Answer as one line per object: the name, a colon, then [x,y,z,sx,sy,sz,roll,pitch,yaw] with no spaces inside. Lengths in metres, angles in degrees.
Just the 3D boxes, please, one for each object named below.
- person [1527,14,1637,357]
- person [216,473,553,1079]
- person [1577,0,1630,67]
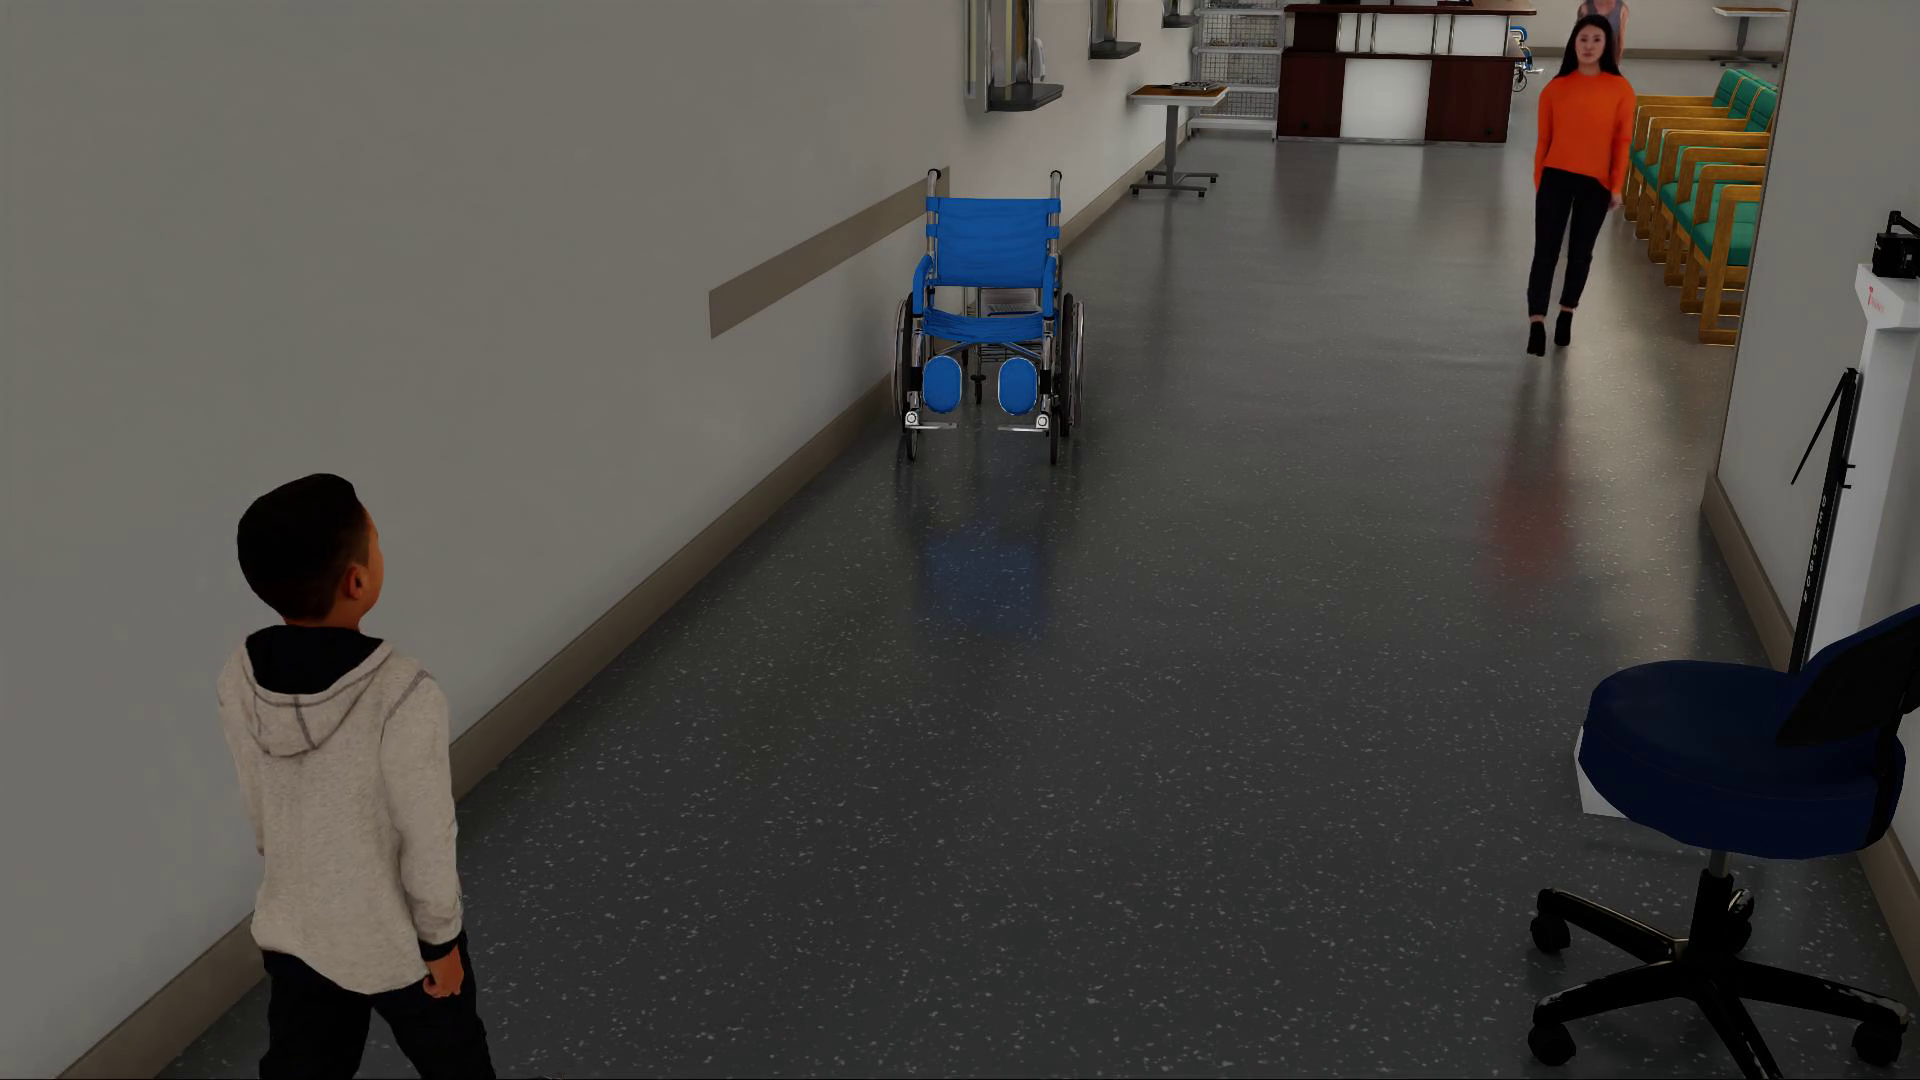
person: [3.237,-1.838,8.721,0.973,1.719,0.751,7,22,19]
person: [-0.994,0.638,2.601,0.872,1.422,0.675,7,22,17]
person: [6.133,-4.593,16.059,0.510,1.844,0.721,8,22,19]
